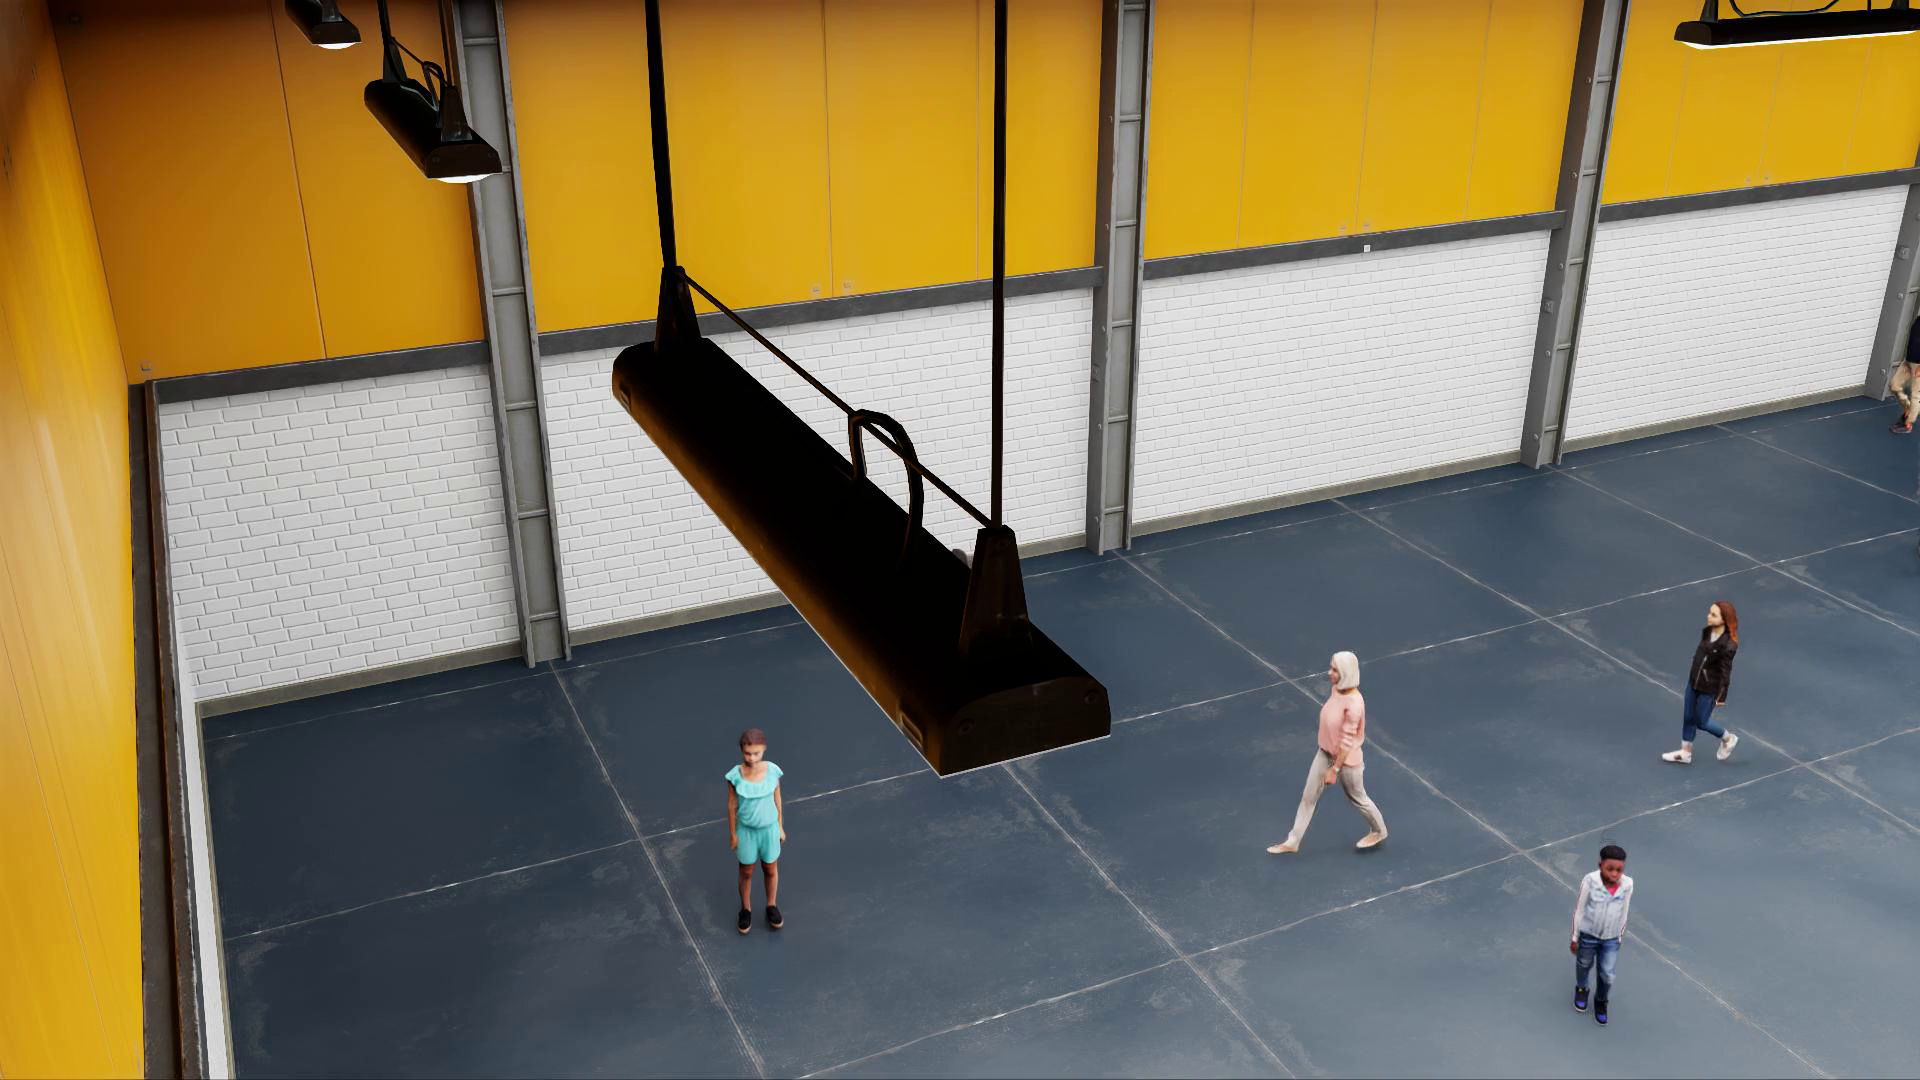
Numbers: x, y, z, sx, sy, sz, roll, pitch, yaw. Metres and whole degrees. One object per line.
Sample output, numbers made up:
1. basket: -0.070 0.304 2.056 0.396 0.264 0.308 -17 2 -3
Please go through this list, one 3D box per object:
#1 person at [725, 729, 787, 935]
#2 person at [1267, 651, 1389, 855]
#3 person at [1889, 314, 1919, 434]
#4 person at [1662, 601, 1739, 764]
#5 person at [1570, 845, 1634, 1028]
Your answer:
1. person: -1.402 1.989 11.500 0.518 1.558 0.648 -5 24 -12
2. person: 2.891 1.606 12.235 1.221 1.669 0.753 -6 24 -13
3. person: 12.037 -2.214 20.750 0.780 1.849 0.774 0 24 0
4. person: 6.110 1.168 13.488 0.870 1.470 0.703 -3 24 -7
5. person: 4.130 2.484 10.756 0.602 1.246 0.662 8 25 18
